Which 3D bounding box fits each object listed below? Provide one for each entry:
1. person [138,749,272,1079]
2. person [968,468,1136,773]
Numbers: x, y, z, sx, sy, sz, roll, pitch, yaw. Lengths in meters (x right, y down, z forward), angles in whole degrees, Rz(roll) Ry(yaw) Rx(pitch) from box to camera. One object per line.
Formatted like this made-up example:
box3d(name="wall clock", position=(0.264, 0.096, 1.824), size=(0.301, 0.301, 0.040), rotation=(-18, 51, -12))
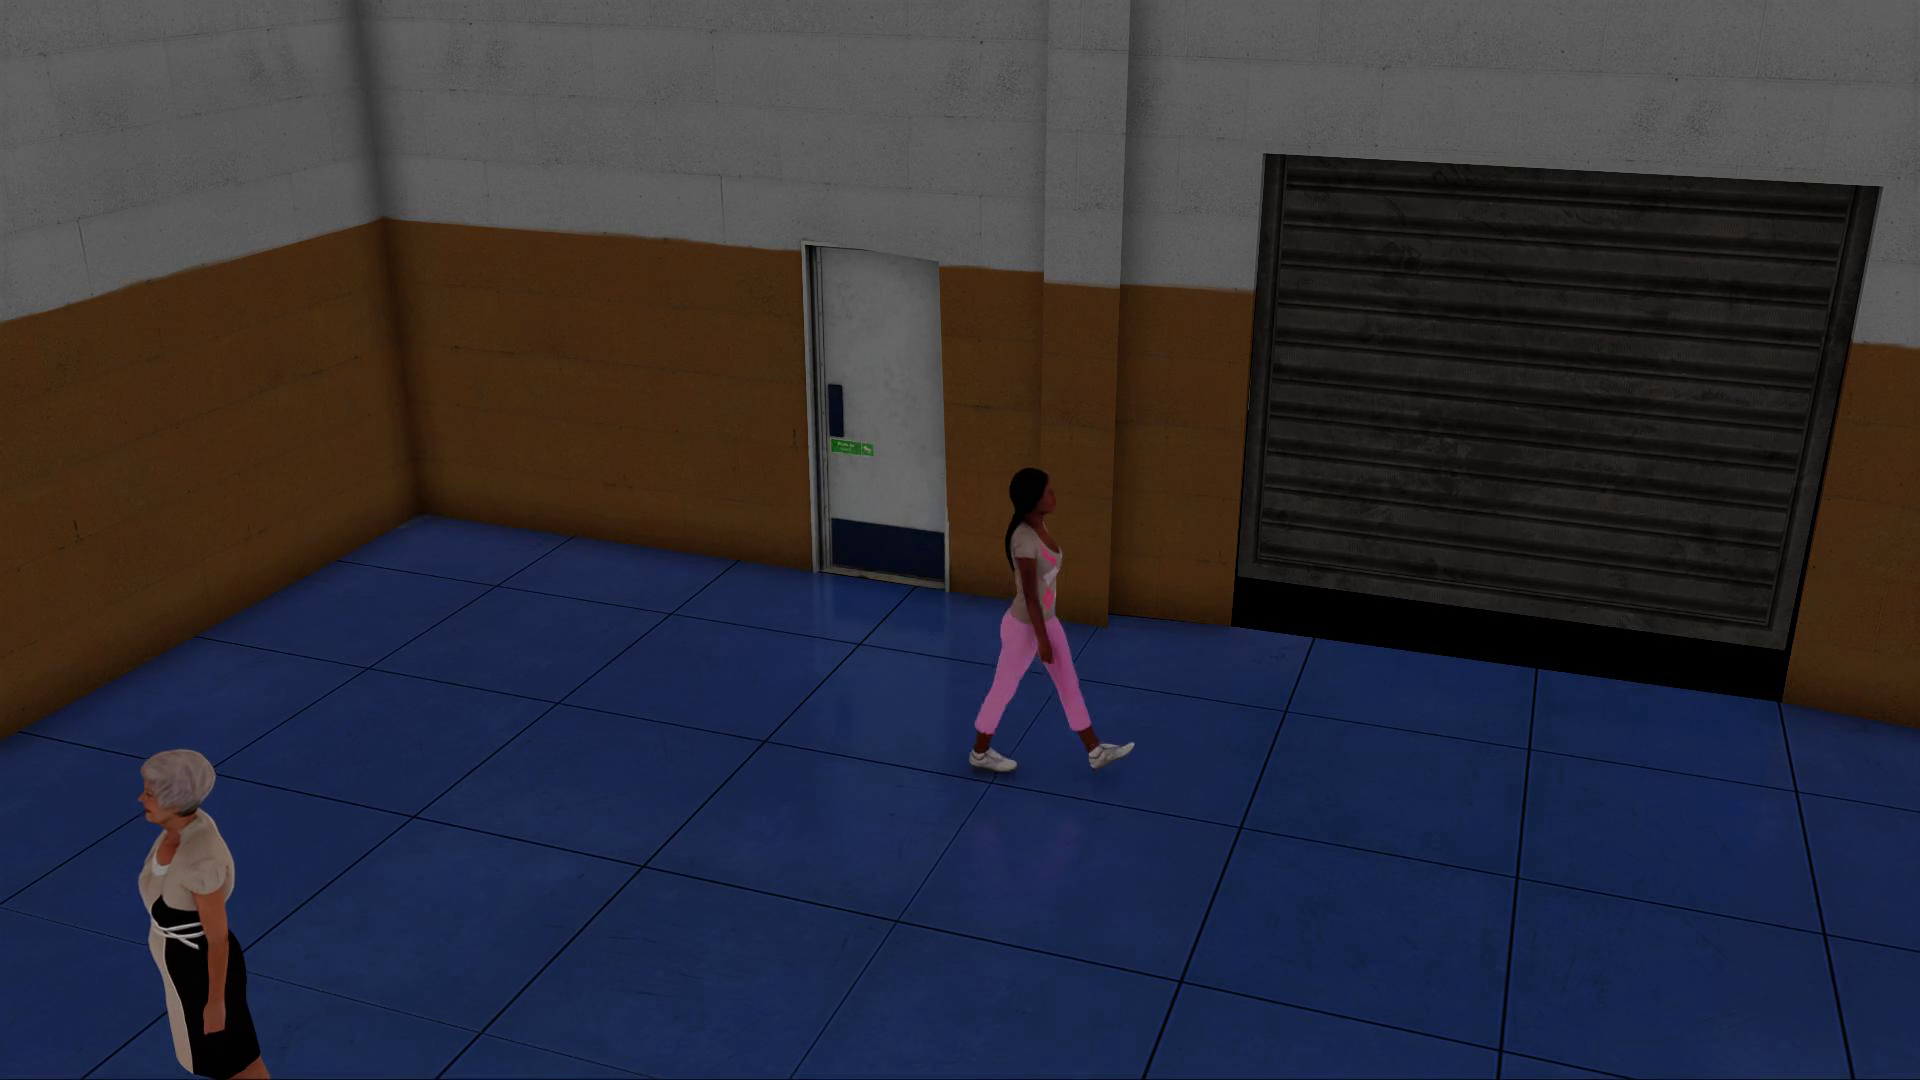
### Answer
box3d(name="person", position=(-2.639, 1.523, 5.874), size=(0.763, 1.756, 0.666), rotation=(-14, 26, -31))
box3d(name="person", position=(0.270, 0.468, 8.577), size=(1.132, 1.699, 0.695), rotation=(5, 22, 12))
